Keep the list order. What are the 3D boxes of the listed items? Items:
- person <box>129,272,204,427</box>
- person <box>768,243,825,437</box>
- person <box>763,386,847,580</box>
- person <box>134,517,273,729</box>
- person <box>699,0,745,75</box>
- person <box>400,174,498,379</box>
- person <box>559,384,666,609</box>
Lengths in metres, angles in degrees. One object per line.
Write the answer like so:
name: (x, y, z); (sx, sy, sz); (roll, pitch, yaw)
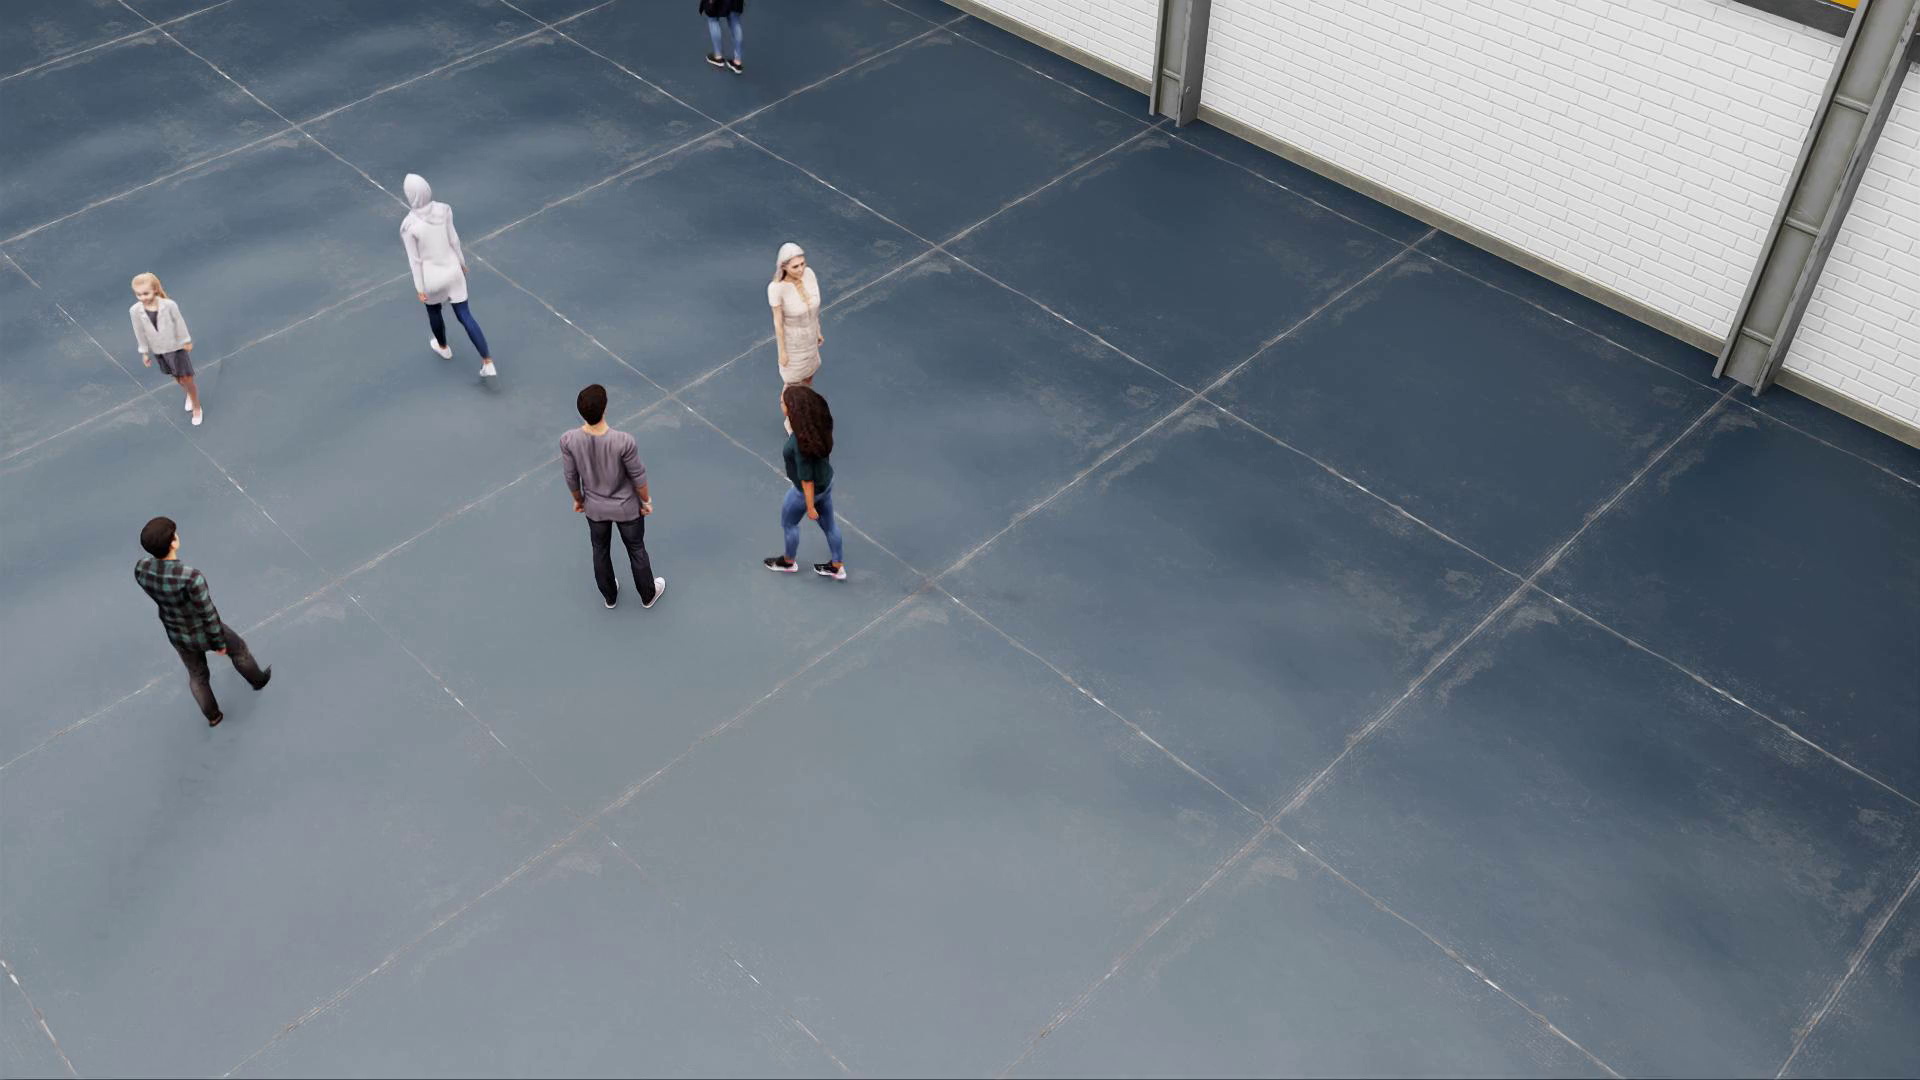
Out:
person: (-6.113, -1.538, 12.848); (0.692, 1.258, 0.766); (-4, 44, -4)
person: (-1.211, -1.472, 12.433); (0.560, 1.735, 0.612); (30, 51, 28)
person: (-0.935, -0.349, 11.357); (0.931, 1.594, 0.798); (13, 45, 13)
person: (-4.844, 0.590, 10.456); (0.972, 1.697, 0.980); (5, 44, 6)
person: (-2.303, -5.460, 16.665); (0.687, 1.673, 0.734); (-29, 51, -27)
person: (-4.004, -1.982, 13.014); (0.633, 1.672, 1.101); (-33, 52, -30)
person: (-2.330, -0.269, 11.086); (0.723, 1.852, 0.798); (2, 44, 2)
